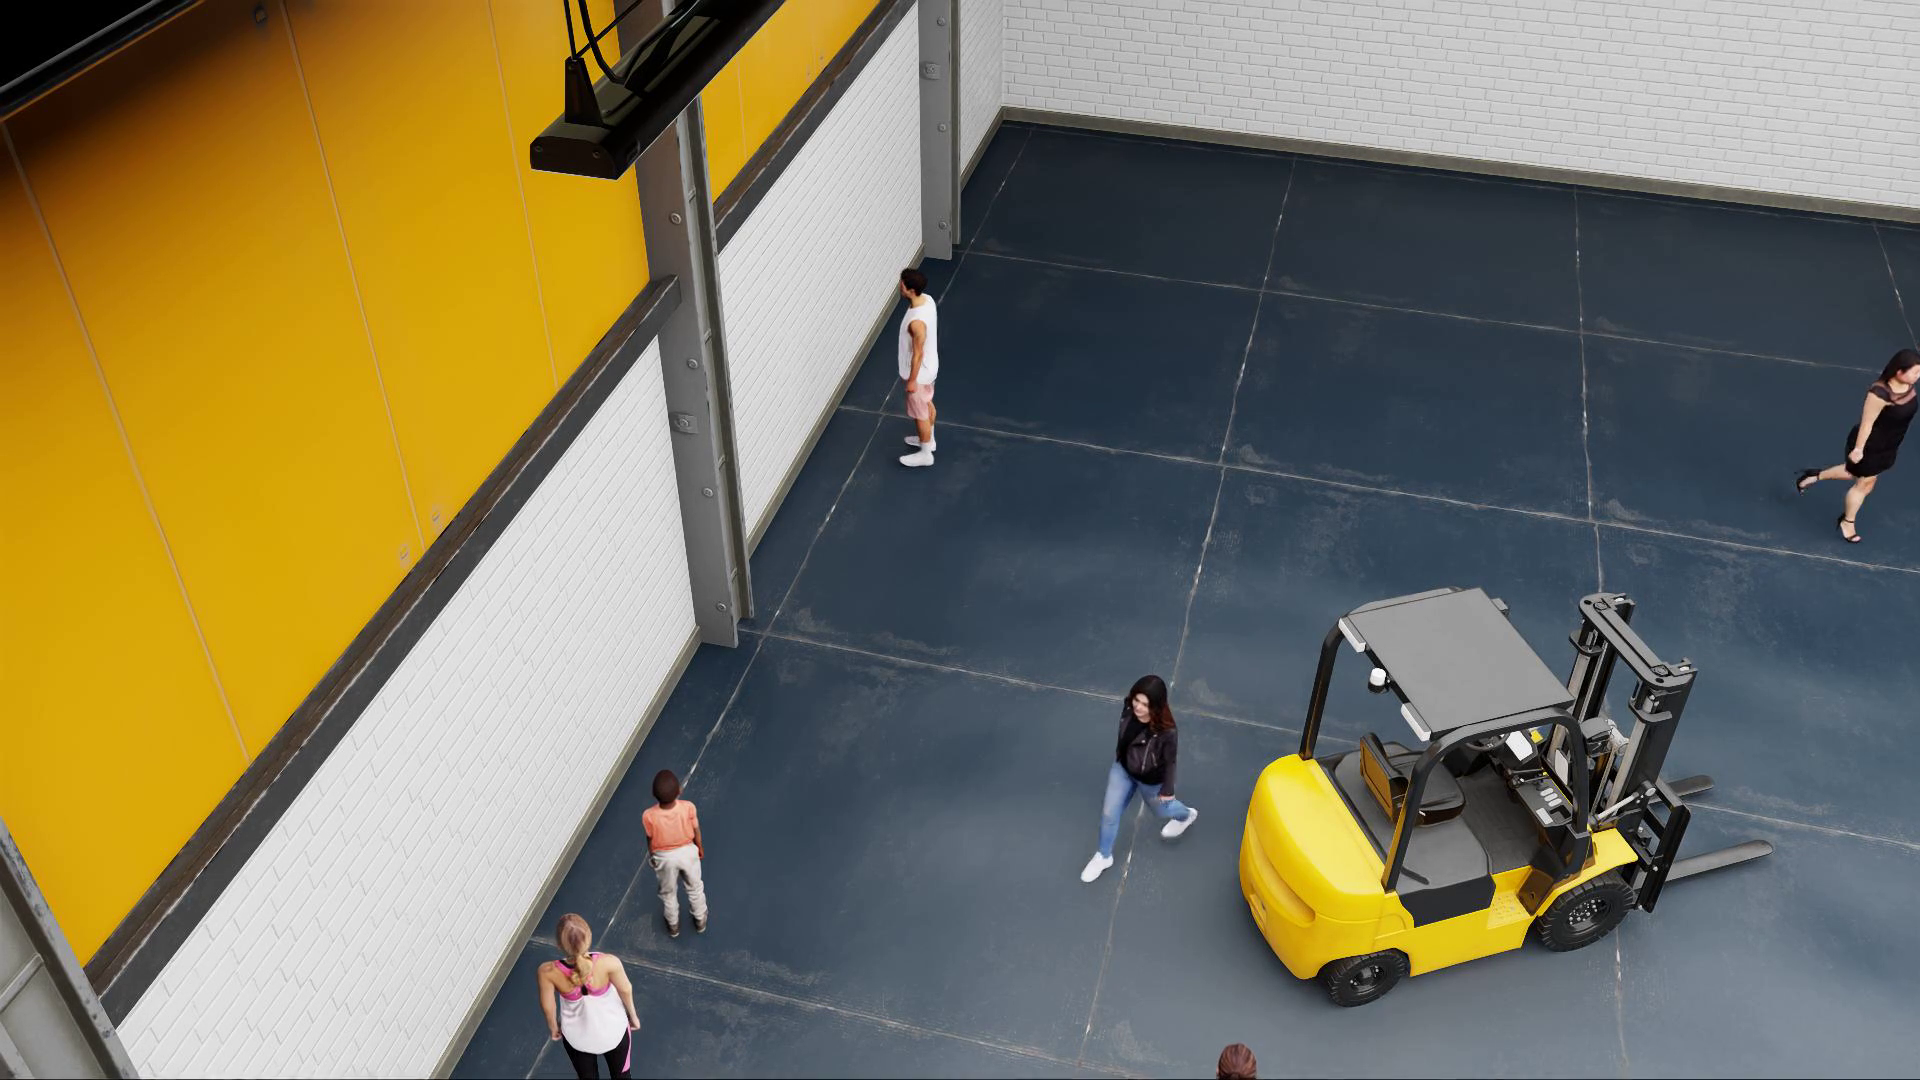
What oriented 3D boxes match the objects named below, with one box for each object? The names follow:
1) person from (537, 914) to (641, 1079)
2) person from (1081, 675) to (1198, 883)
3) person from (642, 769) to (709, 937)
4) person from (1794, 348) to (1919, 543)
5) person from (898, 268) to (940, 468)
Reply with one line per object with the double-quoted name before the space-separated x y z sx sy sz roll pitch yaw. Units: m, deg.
"person" -1.892 2.544 8.605 0.683 1.785 0.662 -6 39 -8
"person" 1.182 1.407 10.185 1.189 1.590 1.041 -26 45 -29
"person" -1.687 1.857 9.845 0.553 1.311 0.593 -10 40 -13
"person" 6.956 -0.772 12.827 0.969 1.698 0.988 -27 46 -30
"person" -0.322 -1.405 13.550 0.720 1.786 0.522 5 39 7
